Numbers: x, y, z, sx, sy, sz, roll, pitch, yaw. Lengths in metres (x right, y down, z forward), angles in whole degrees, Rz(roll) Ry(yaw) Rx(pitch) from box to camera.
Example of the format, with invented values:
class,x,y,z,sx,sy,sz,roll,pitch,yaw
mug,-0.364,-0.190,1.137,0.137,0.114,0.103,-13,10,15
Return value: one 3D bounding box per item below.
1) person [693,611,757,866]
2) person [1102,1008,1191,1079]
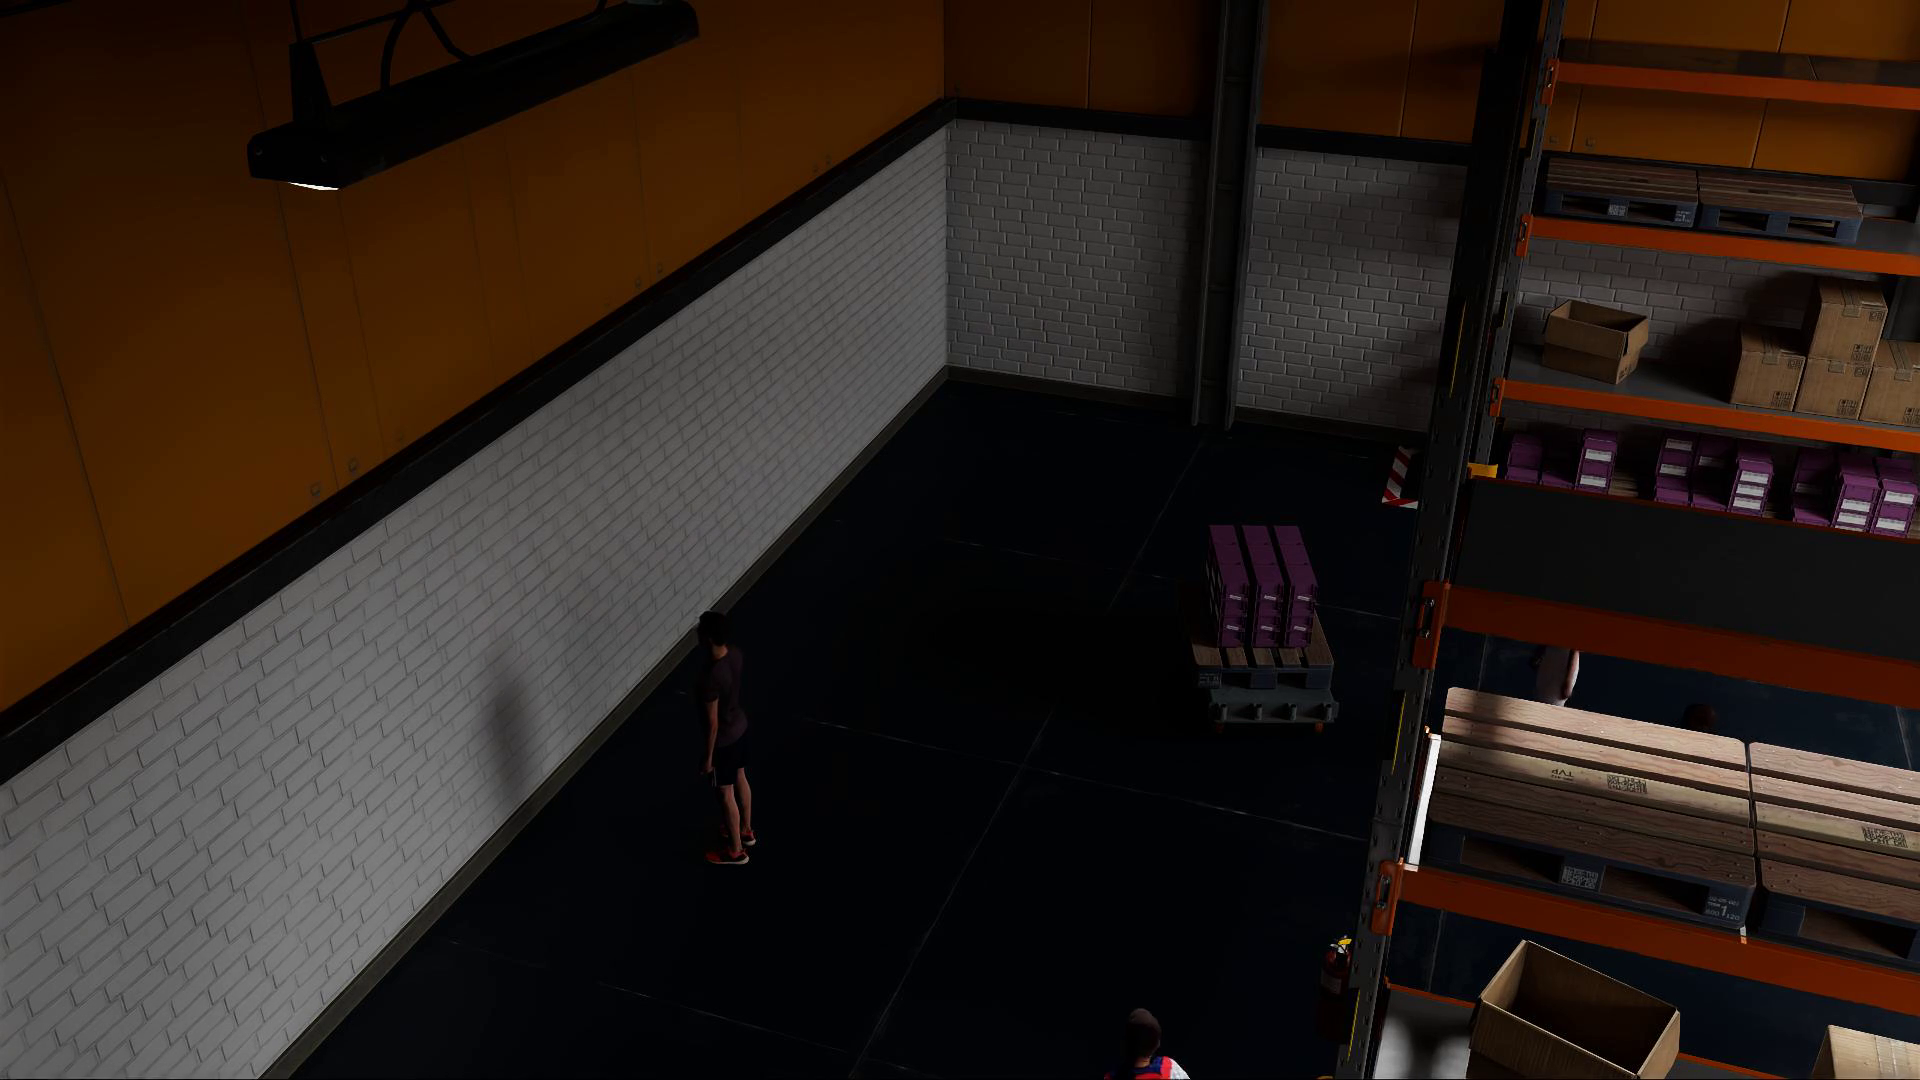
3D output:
class,x,y,z,sx,sy,sz,roll,pitch,yaw
person,-1.506,1.263,10.671,0.562,1.853,0.665,7,29,13
person,0.841,2.951,7.692,0.782,1.743,0.858,-9,30,-16
